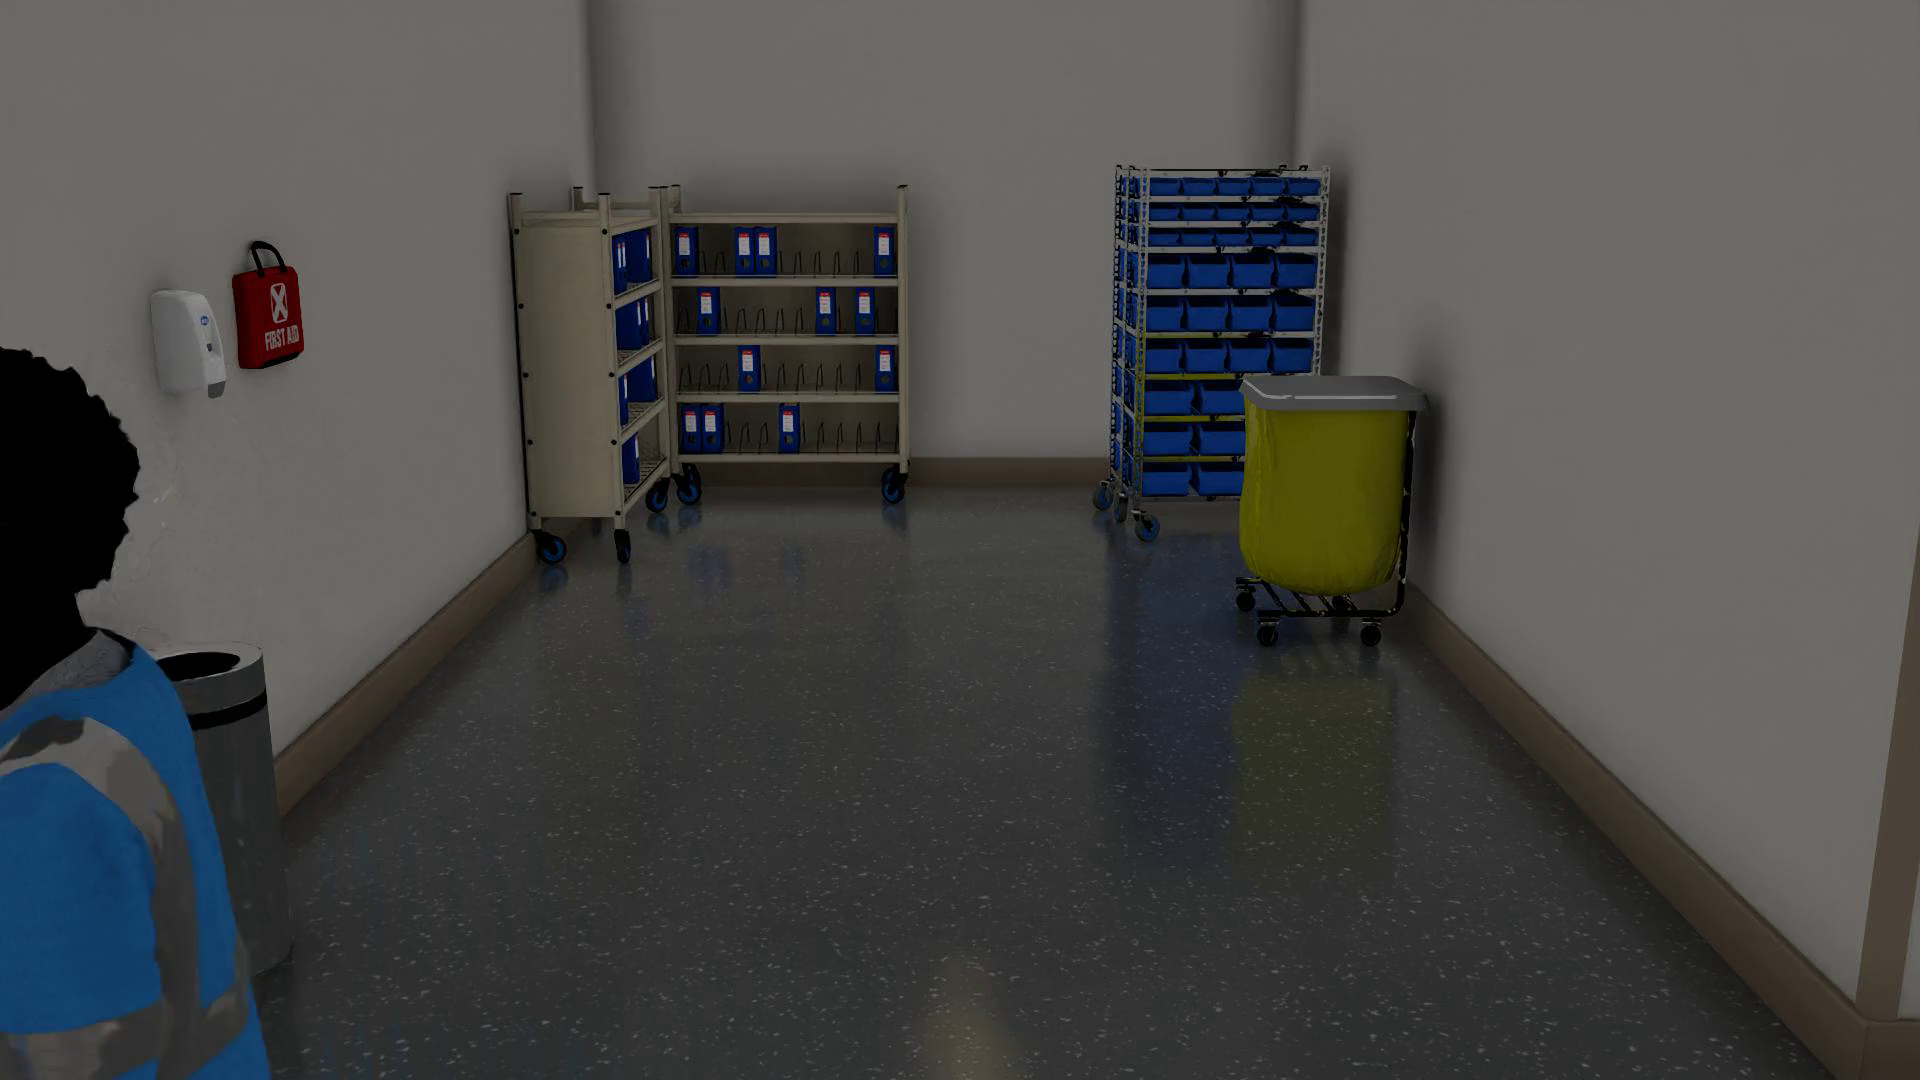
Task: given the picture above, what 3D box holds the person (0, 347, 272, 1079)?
[{"bbox_3d":[-0.771,0.640,1.624,0.574,1.680,0.538,-5,14,-22],"label":"person"}]
